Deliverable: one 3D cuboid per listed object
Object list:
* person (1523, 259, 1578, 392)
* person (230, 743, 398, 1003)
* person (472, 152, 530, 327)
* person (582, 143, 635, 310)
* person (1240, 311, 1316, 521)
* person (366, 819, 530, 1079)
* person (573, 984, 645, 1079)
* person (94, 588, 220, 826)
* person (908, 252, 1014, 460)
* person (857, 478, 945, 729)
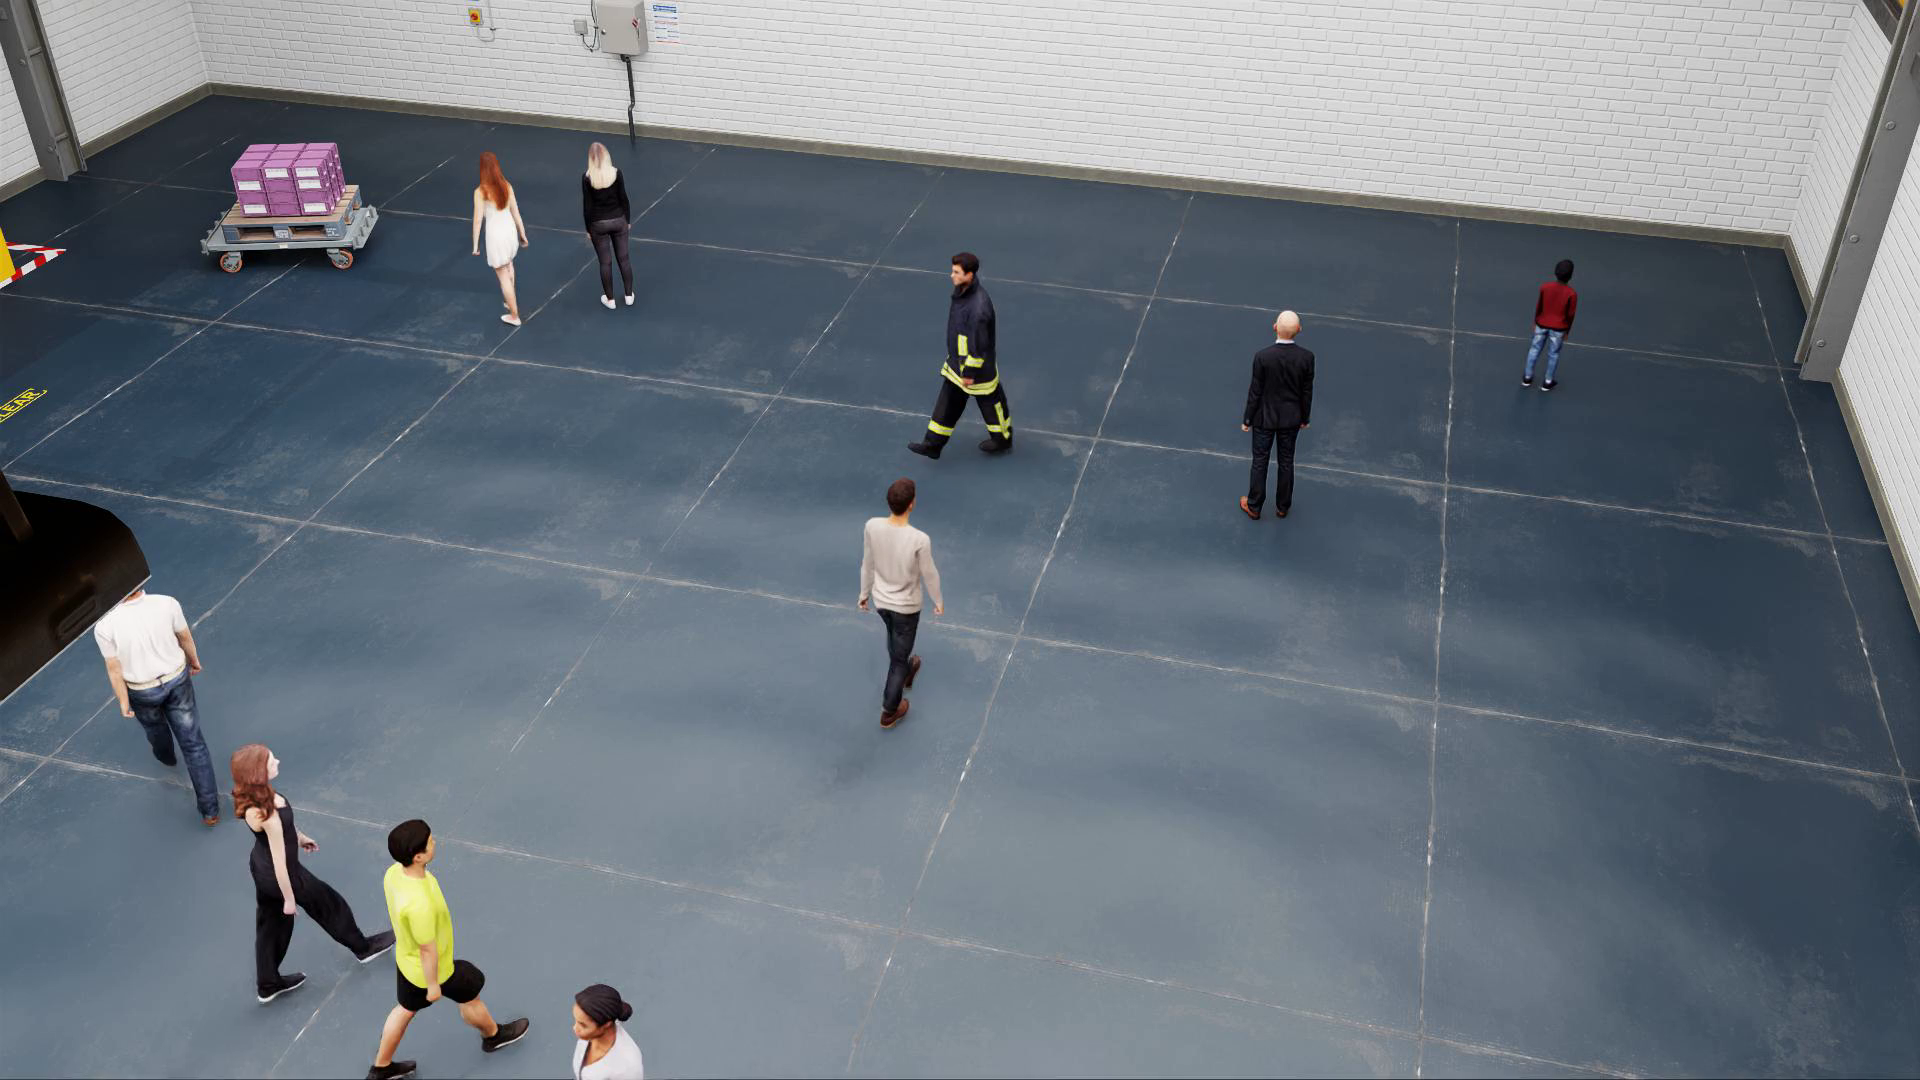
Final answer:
[{"bbox_3d":[5.381,-1.960,15.130,0.549,1.254,0.562,19,38,26],"label":"person"},{"bbox_3d":[-3.775,1.842,8.999,1.113,1.709,0.978,-25,41,-32],"label":"person"},{"bbox_3d":[-4.402,-2.899,16.154,0.907,1.685,0.833,28,43,35],"label":"person"},{"bbox_3d":[-3.486,-3.110,16.470,0.698,1.686,0.729,-13,36,-19],"label":"person"},{"bbox_3d":[2.504,-0.979,13.162,0.759,1.799,0.692,-2,34,-3],"label":"person"},{"bbox_3d":[-2.818,2.180,8.531,1.187,1.664,1.046,-25,41,-32],"label":"person"},{"bbox_3d":[-1.493,2.679,7.741,1.189,1.708,1.014,-27,42,-34],"label":"person"},{"bbox_3d":[-4.880,0.969,10.223,1.246,1.808,1.223,-23,40,-31],"label":"person"},{"bbox_3d":[0.188,-1.510,13.897,1.298,1.870,1.278,-14,36,-20],"label":"person"},{"bbox_3d":[-0.458,0.467,10.949,0.829,1.841,1.008,17,37,23],"label":"person"}]
